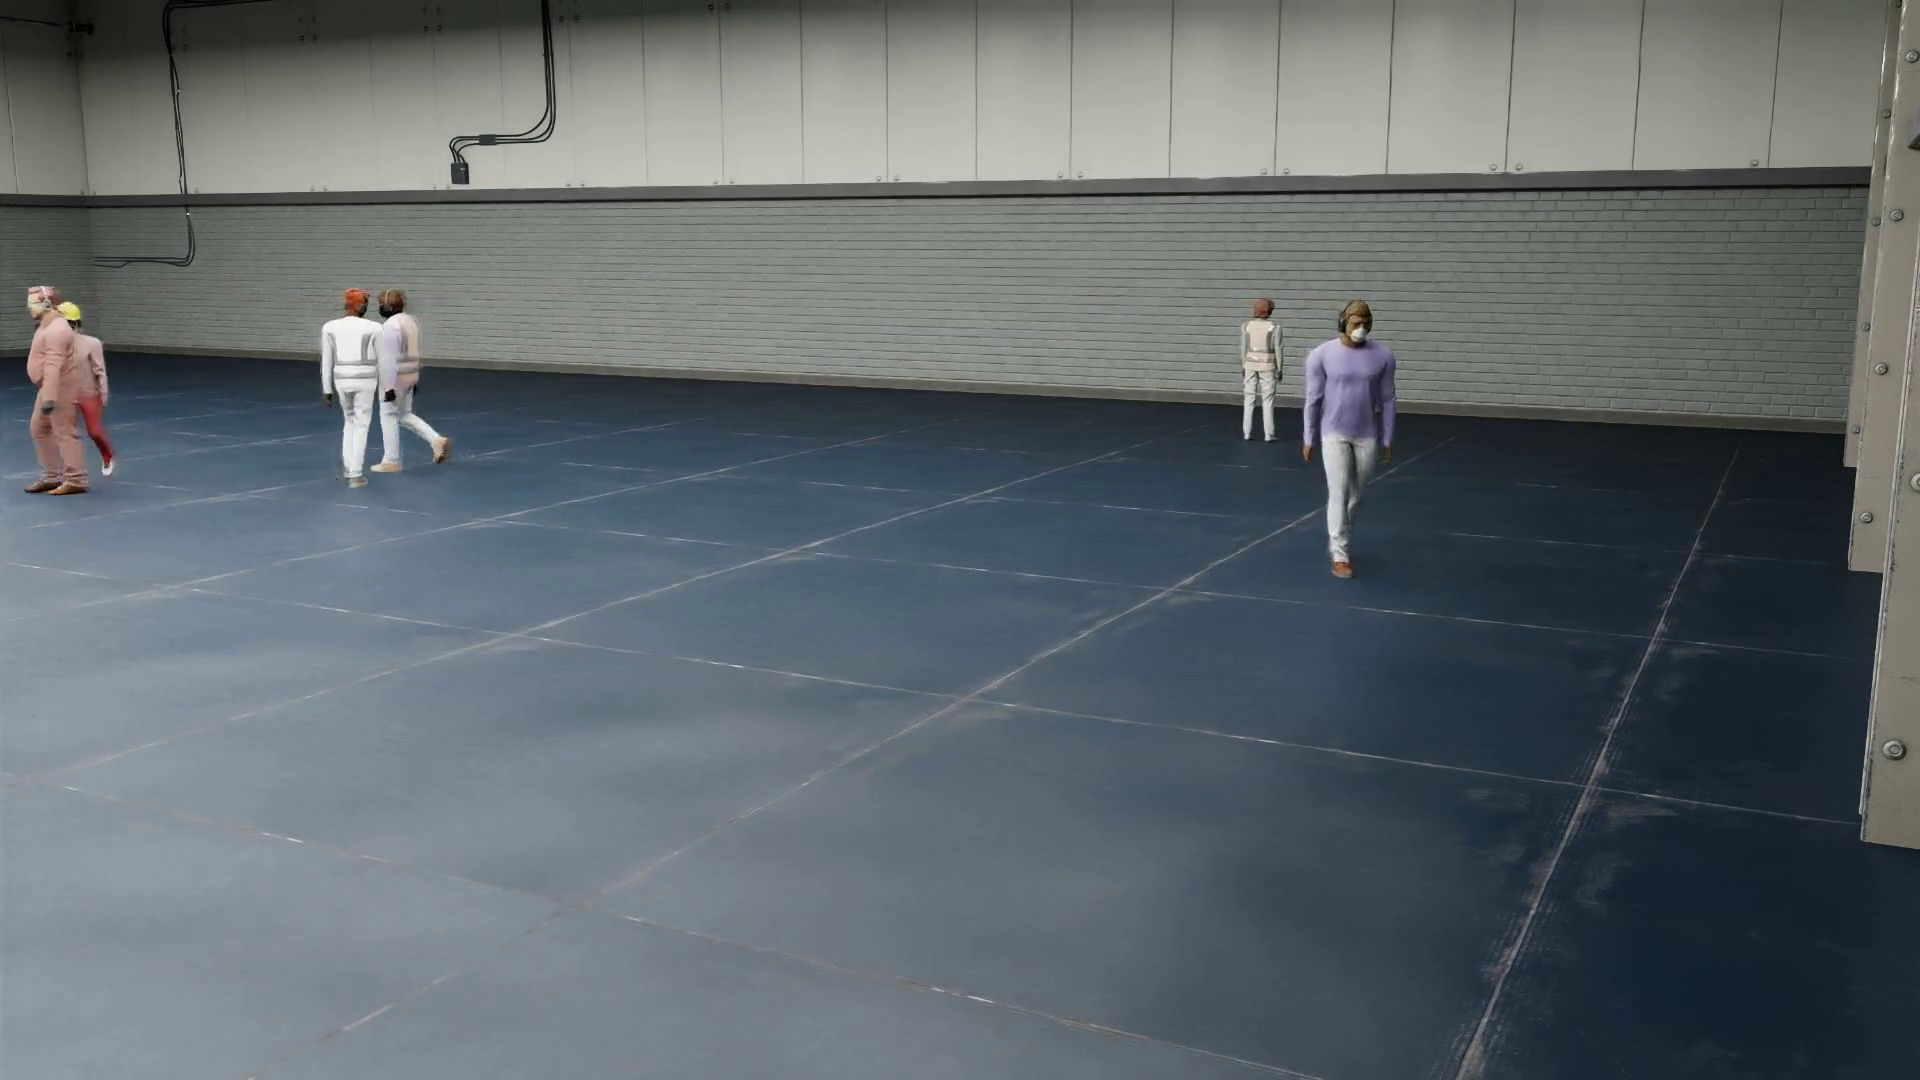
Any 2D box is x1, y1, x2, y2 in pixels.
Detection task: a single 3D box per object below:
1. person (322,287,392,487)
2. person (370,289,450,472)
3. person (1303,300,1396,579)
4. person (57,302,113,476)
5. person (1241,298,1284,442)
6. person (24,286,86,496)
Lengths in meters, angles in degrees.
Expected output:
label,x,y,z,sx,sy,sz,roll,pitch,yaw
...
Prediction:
label,x,y,z,sx,sy,sz,roll,pitch,yaw
person,-5.679,-1.442,15.697,0.578,1.859,0.656,0,10,2
person,-5.526,-1.572,16.529,0.678,1.826,0.631,1,10,3
person,2.727,-0.733,11.735,0.641,1.917,0.857,-1,10,-4
person,-8.283,-1.373,15.674,0.526,1.748,0.715,-2,11,-10
person,3.443,-1.931,18.983,0.517,1.639,0.331,7,12,32
person,-8.273,-1.330,14.979,0.608,1.890,0.681,-7,12,-32
